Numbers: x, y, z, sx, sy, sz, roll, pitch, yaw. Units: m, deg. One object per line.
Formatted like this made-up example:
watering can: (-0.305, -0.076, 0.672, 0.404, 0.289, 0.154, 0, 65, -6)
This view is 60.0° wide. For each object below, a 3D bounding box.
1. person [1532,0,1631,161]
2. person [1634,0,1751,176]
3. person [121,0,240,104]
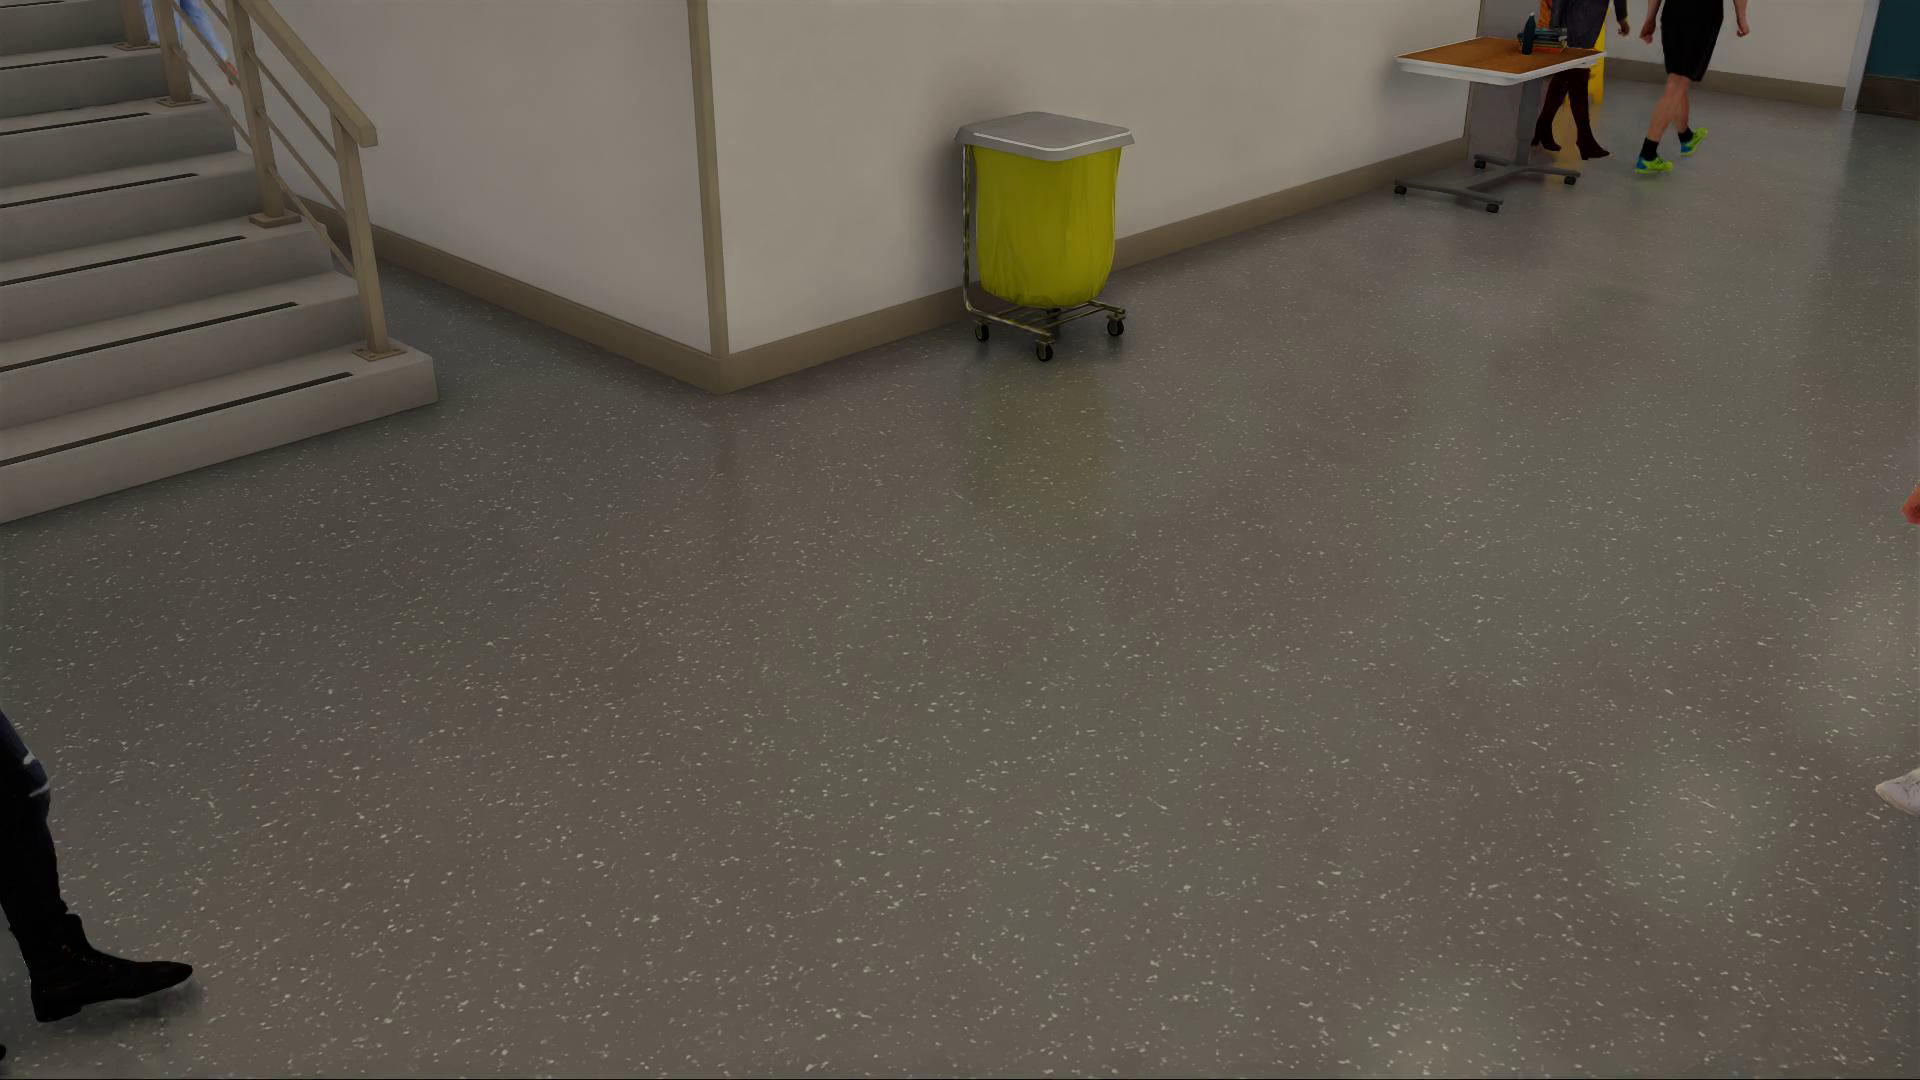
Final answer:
person: (3.924, -3.317, 10.683, 0.788, 1.679, 1.051, -12, 28, -24)
person: (4.405, -3.147, 10.130, 0.895, 1.853, 1.087, -15, 30, -29)
person: (-4.242, -2.420, 8.677, 1.093, 1.806, 0.984, 3, 26, 6)
